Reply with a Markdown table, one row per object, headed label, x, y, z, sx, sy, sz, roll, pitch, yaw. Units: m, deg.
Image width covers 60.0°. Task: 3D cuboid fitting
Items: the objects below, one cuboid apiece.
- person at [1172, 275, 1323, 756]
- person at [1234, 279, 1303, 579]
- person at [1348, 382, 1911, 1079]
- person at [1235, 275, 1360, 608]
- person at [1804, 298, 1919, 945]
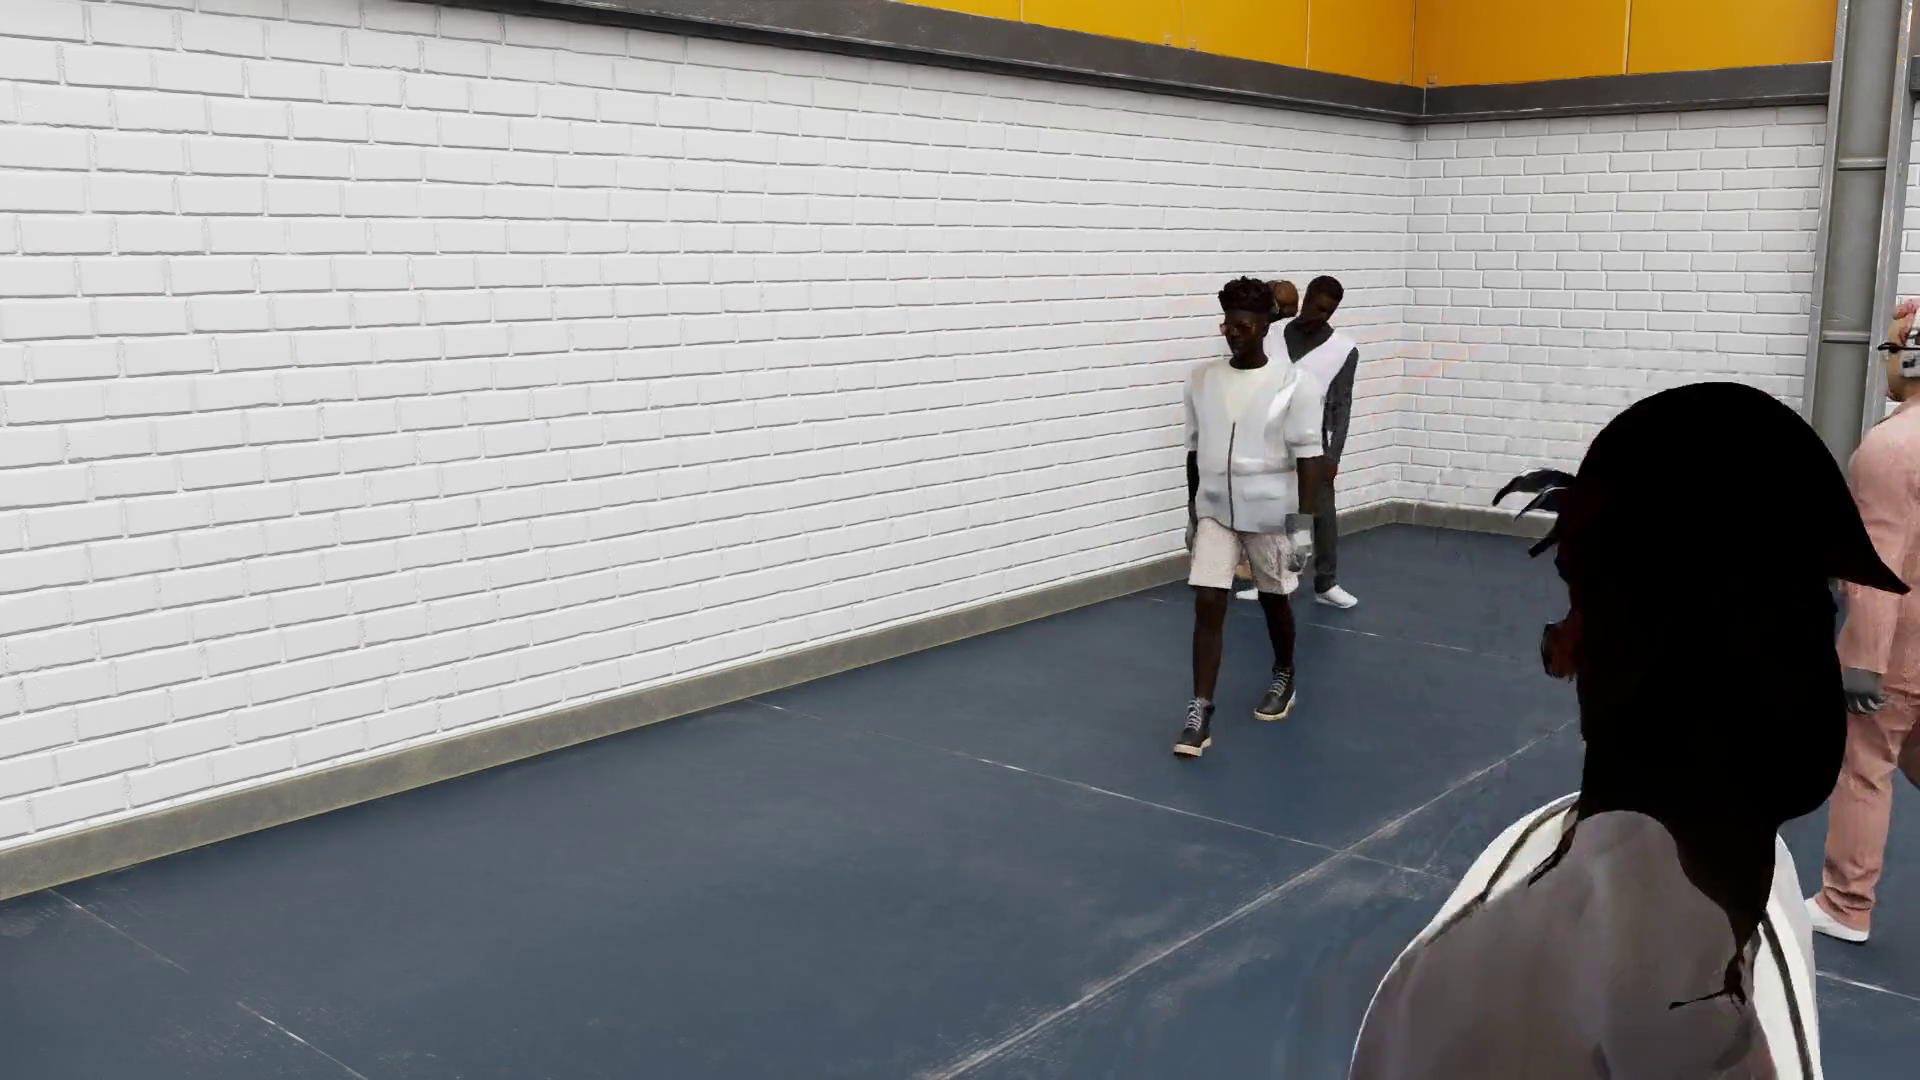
| label | x | y | z | sx | sy | sz | roll | pitch | yaw |
| --- | --- | --- | --- | --- | --- | --- | --- | --- | --- |
| person | 1.194 | -0.125 | 6.858 | 0.619 | 1.920 | 0.994 | 6 | 11 | 29 |
| person | 1.948 | -0.671 | 10.202 | 0.429 | 1.836 | 0.643 | 9 | 13 | 42 |
| person | 0.332 | 0.830 | 1.199 | 0.961 | 2.003 | 0.607 | 6 | 12 | 30 |
| person | 1.917 | -0.546 | 9.387 | 0.703 | 1.876 | 0.376 | 8 | 13 | 40 |
| person | 2.738 | 0.277 | 4.639 | 0.653 | 1.890 | 0.719 | -5 | 11 | -28 |
